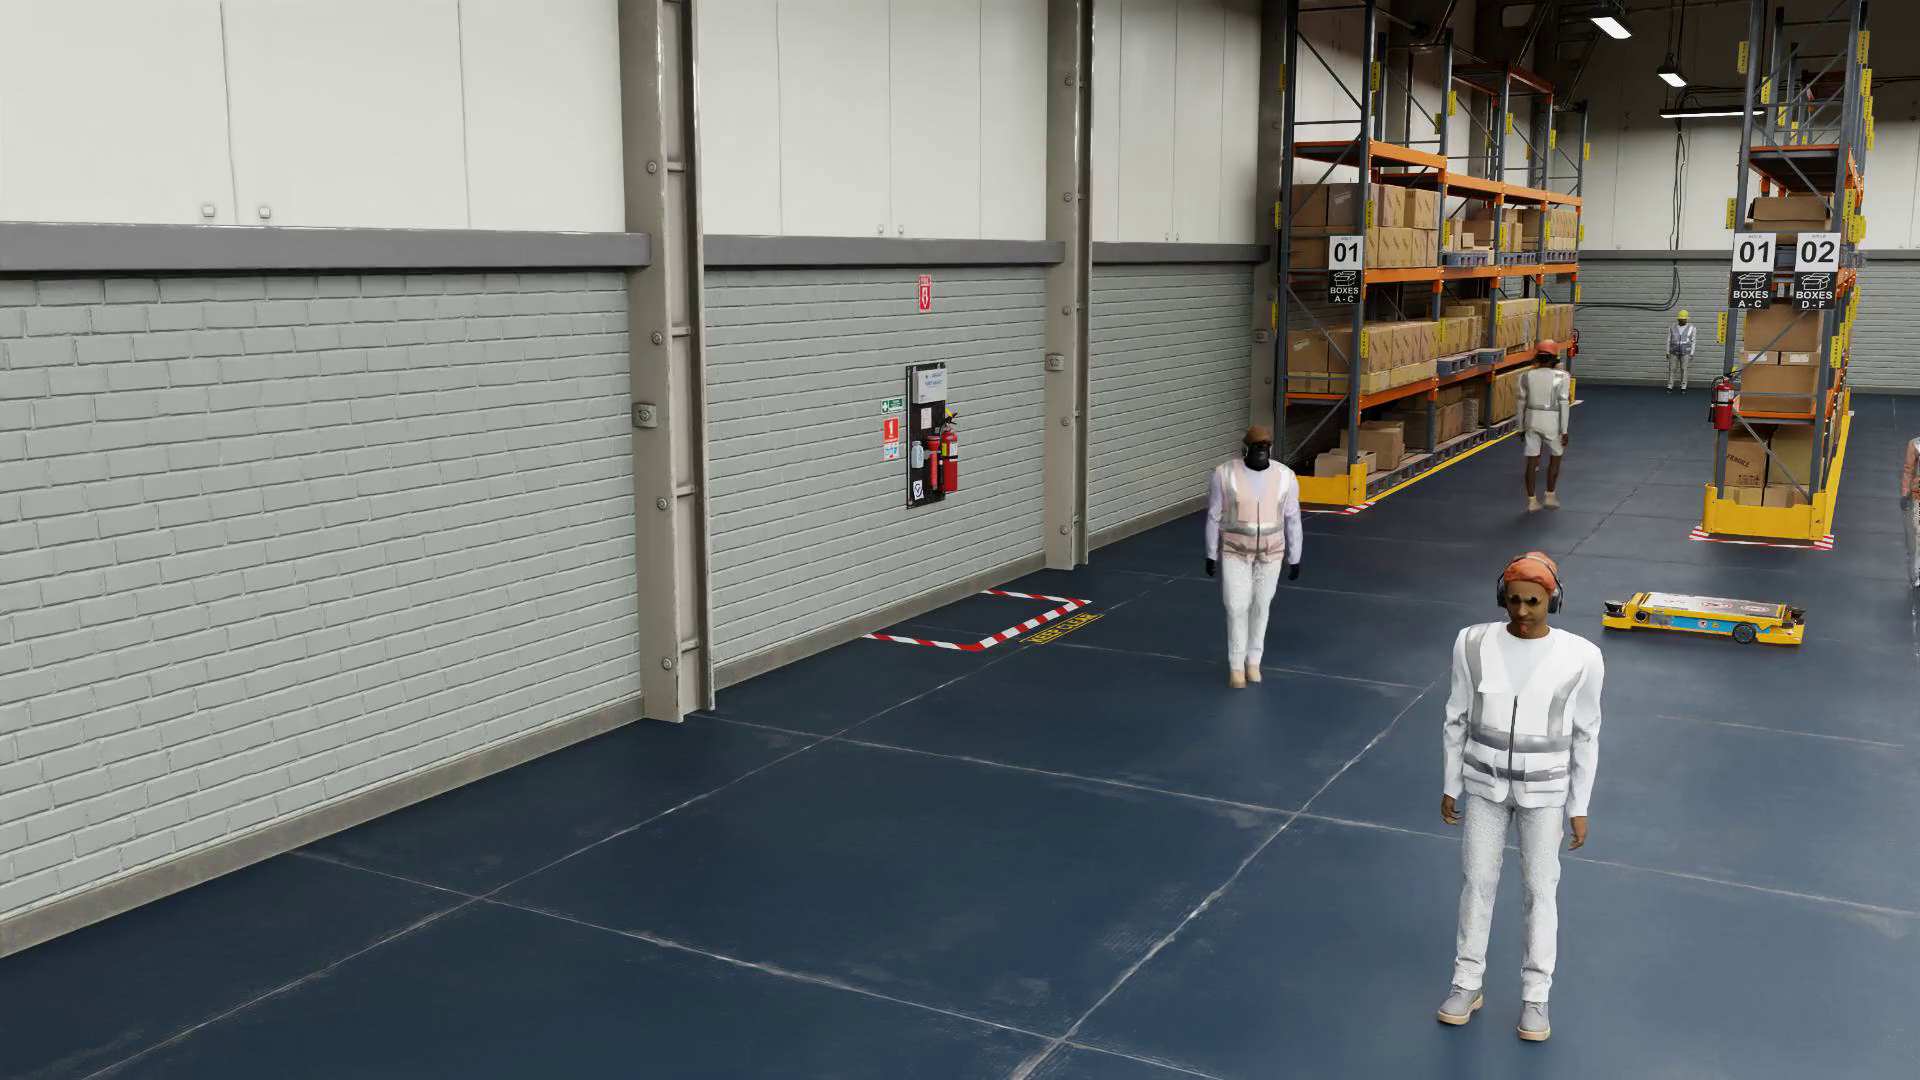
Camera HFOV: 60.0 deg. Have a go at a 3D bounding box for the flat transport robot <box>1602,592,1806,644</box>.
[{"bbox_3d":[5.934,0.605,13.273,1.431,0.197,0.652,5,11,28],"label":"flat transport robot"}]

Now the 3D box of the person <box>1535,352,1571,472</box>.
[{"bbox_3d":[8.084,-1.773,22.842,0.522,1.763,0.320,5,11,28],"label":"person"}]

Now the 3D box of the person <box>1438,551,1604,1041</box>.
[{"bbox_3d":[2.137,0.973,6.398,0.573,1.887,0.356,5,11,28],"label":"person"}]

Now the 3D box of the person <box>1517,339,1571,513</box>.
[{"bbox_3d":[6.863,-1.332,19.483,0.647,2.020,0.721,8,12,38],"label":"person"}]

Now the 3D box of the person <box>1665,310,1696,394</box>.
[{"bbox_3d":[15.714,-4.103,36.292,0.586,1.825,0.403,5,11,28],"label":"person"}]

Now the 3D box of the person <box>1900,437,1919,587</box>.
[{"bbox_3d":[8.775,-0.370,14.994,0.543,1.623,0.377,8,12,38],"label":"person"}]

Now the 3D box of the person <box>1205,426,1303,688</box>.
[{"bbox_3d":[2.053,0.126,11.529,0.661,1.821,0.659,0,10,-1],"label":"person"}]
